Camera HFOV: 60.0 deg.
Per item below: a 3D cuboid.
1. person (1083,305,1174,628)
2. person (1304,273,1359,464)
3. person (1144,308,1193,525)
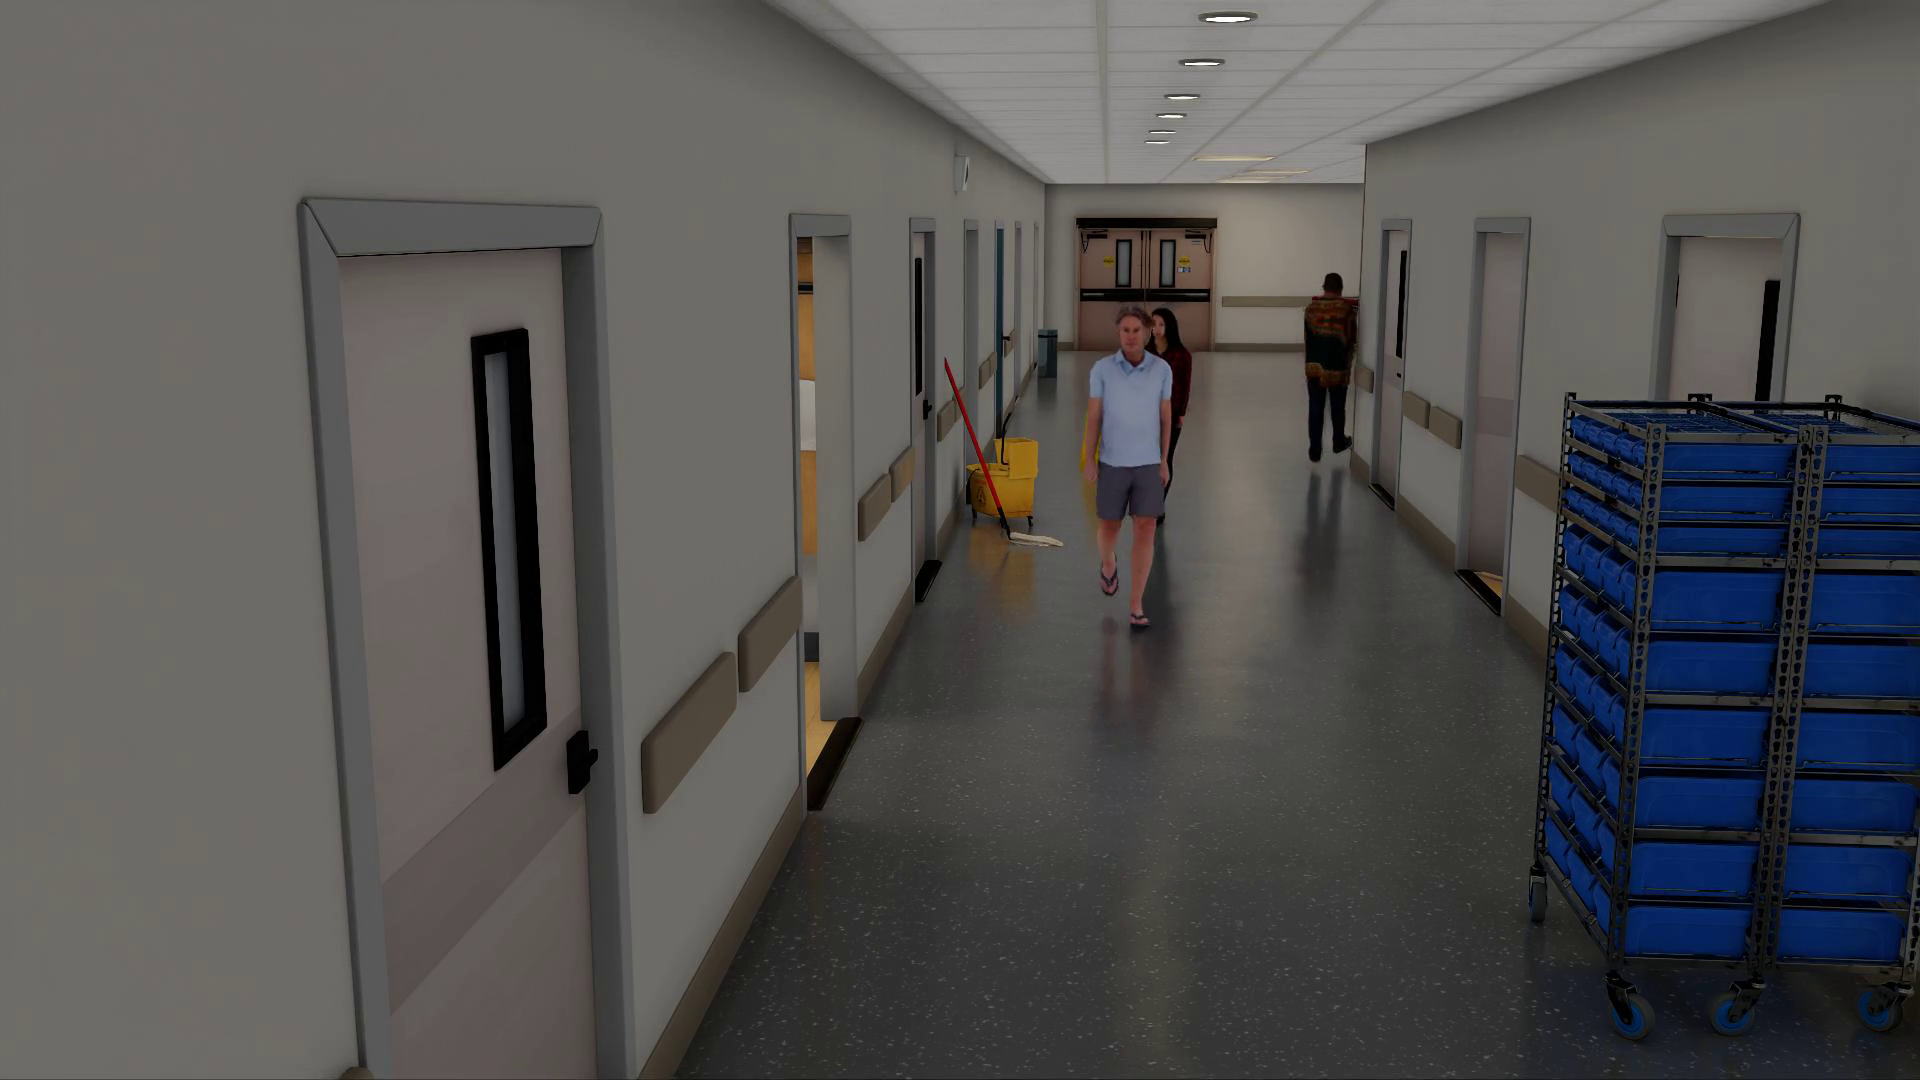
[{"bbox_3d":[0.980,-0.439,9.605,0.678,1.813,0.996,1,11,3],"label":"person"},{"bbox_3d":[3.445,-1.585,15.680,0.985,1.758,1.239,5,12,23],"label":"person"},{"bbox_3d":[1.558,-0.949,12.749,0.615,1.642,0.652,3,11,13],"label":"person"}]
